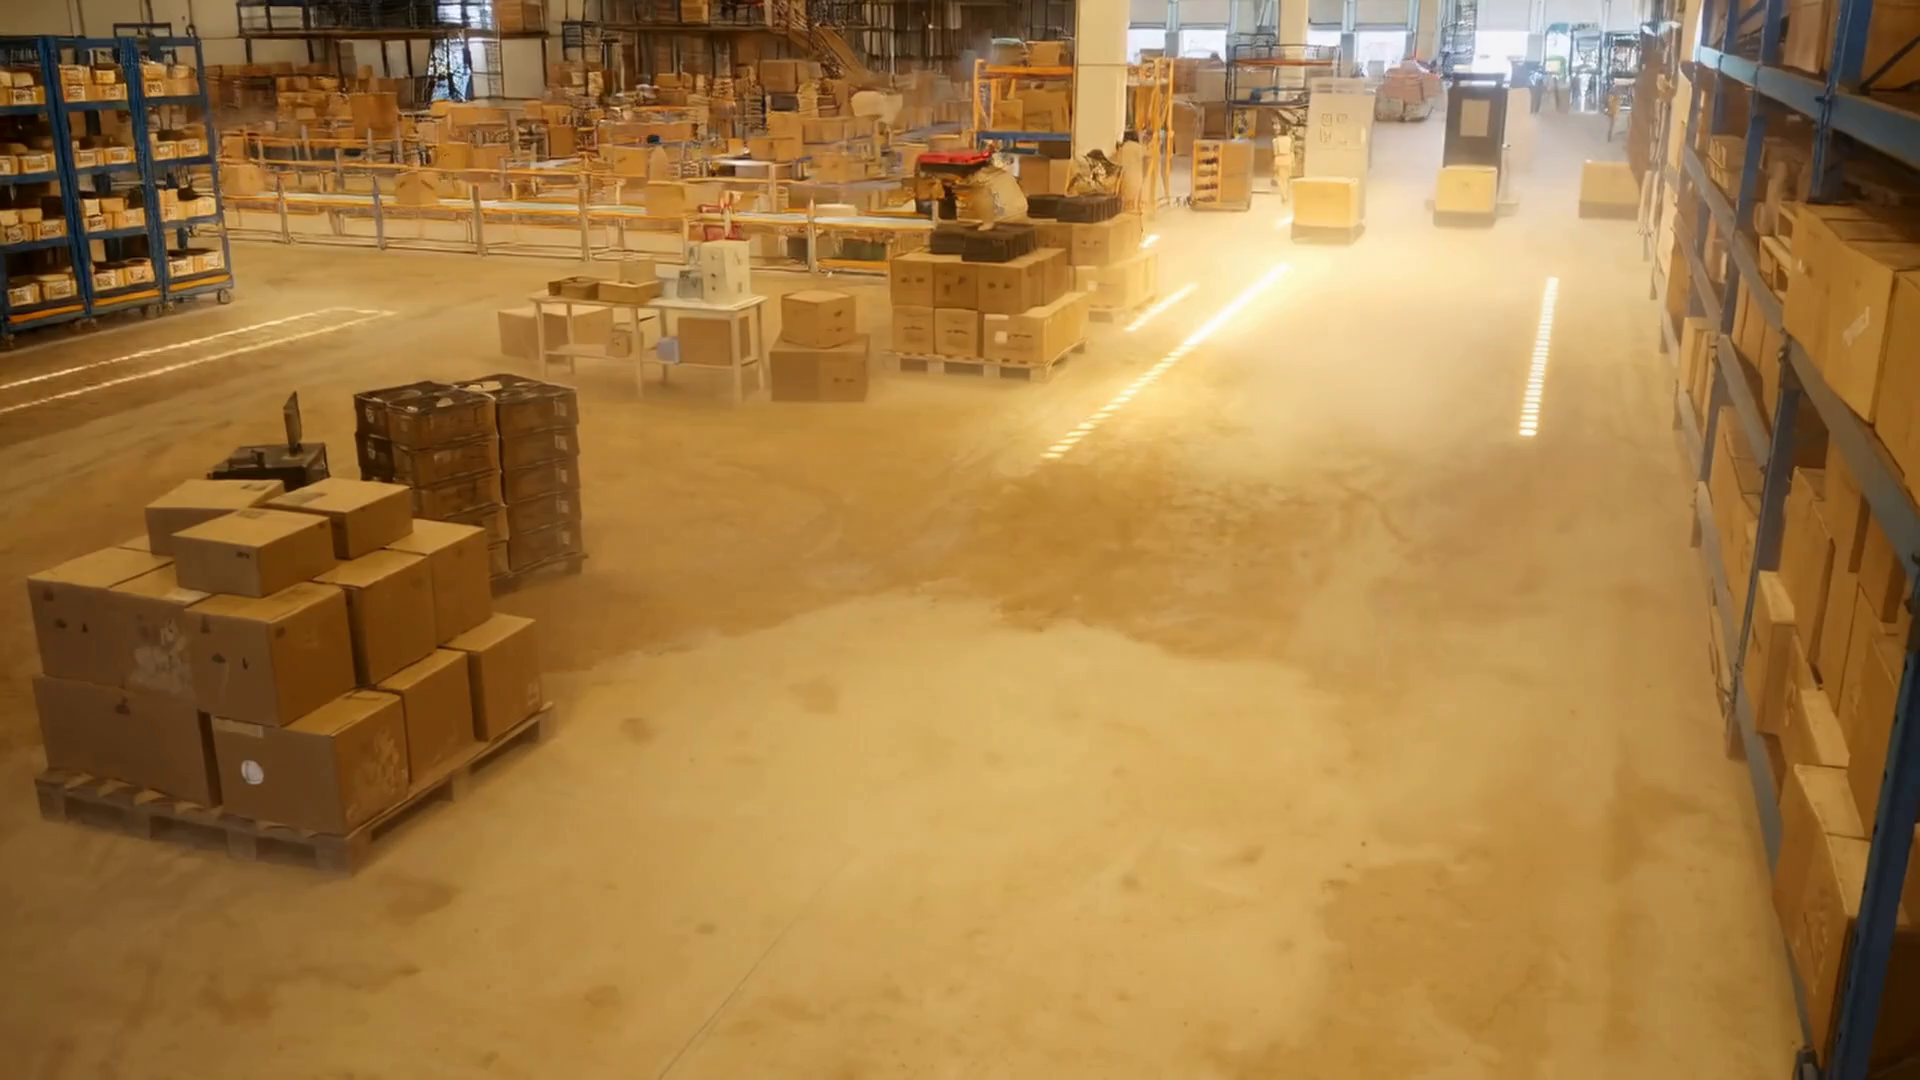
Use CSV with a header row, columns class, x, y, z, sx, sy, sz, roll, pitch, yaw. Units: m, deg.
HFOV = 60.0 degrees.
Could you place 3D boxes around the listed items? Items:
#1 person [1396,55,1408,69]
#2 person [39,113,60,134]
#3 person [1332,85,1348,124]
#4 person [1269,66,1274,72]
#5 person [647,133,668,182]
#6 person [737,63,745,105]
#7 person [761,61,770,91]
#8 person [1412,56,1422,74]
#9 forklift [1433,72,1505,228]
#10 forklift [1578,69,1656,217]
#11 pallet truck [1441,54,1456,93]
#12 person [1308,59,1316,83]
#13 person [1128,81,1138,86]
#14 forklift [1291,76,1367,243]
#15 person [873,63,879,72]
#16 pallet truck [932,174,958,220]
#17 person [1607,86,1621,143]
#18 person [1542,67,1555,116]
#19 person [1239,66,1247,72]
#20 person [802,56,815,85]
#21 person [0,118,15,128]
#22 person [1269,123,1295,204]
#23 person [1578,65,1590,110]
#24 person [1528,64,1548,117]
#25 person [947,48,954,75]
class,x,y,z,sx,sy,sz,roll,pitch,yaw
person,21.230,-22.257,79.708,0.798,1.900,0.397,-7,19,-20
person,-22.449,-10.099,41.241,0.366,2.048,0.607,5,18,15
person,12.108,-13.680,52.863,0.593,1.822,0.470,-9,20,-27
person,14.398,-21.017,75.883,0.634,1.839,0.429,2,18,7
person,-5.629,-6.682,30.981,0.367,1.750,0.542,3,18,10
person,-9.506,-19.767,72.074,0.331,1.768,0.526,-6,19,-18
person,-8.692,-20.231,73.446,0.862,1.807,0.540,-4,18,-12
person,22.315,-22.693,81.163,0.655,1.830,0.447,-12,21,-33
forklift,9.687,-7.415,31.455,1.129,2.768,1.873,6,19,19
forklift,13.219,-7.740,32.475,1.873,2.768,1.129,6,19,18
pallet truck,22.765,-21.886,78.355,0.823,1.965,1.885,-4,18,-14
person,19.747,-26.627,93.273,0.393,1.985,0.611,6,19,19
person,6.471,-16.611,61.895,0.372,1.928,0.543,13,22,36
forklift,6.598,-6.755,29.381,1.129,2.768,1.873,6,19,19
person,-3.419,-18.500,67.936,0.329,1.865,0.516,3,18,8
pallet truck,-0.507,-5.292,27.348,0.653,1.274,1.630,6,19,19
person,20.141,-13.084,51.188,0.321,1.696,0.537,6,19,18
person,22.914,-17.397,64.522,0.588,1.832,0.450,-11,21,-31
person,11.467,-18.466,67.749,0.390,1.913,0.587,-12,21,-32
person,-6.876,-21.049,75.777,0.601,1.967,0.369,4,18,12
person,-27.780,-12.234,48.260,0.703,1.860,0.786,-5,18,-15
person,6.833,-7.959,35.124,0.525,1.668,0.753,-6,19,-17
person,24.810,-17.944,66.176,0.572,1.876,0.355,-15,23,-39
person,22.220,-17.326,63.957,0.688,2.000,1.046,8,19,23
person,-0.528,-26.947,94.373,0.446,1.933,0.612,-8,19,-22
